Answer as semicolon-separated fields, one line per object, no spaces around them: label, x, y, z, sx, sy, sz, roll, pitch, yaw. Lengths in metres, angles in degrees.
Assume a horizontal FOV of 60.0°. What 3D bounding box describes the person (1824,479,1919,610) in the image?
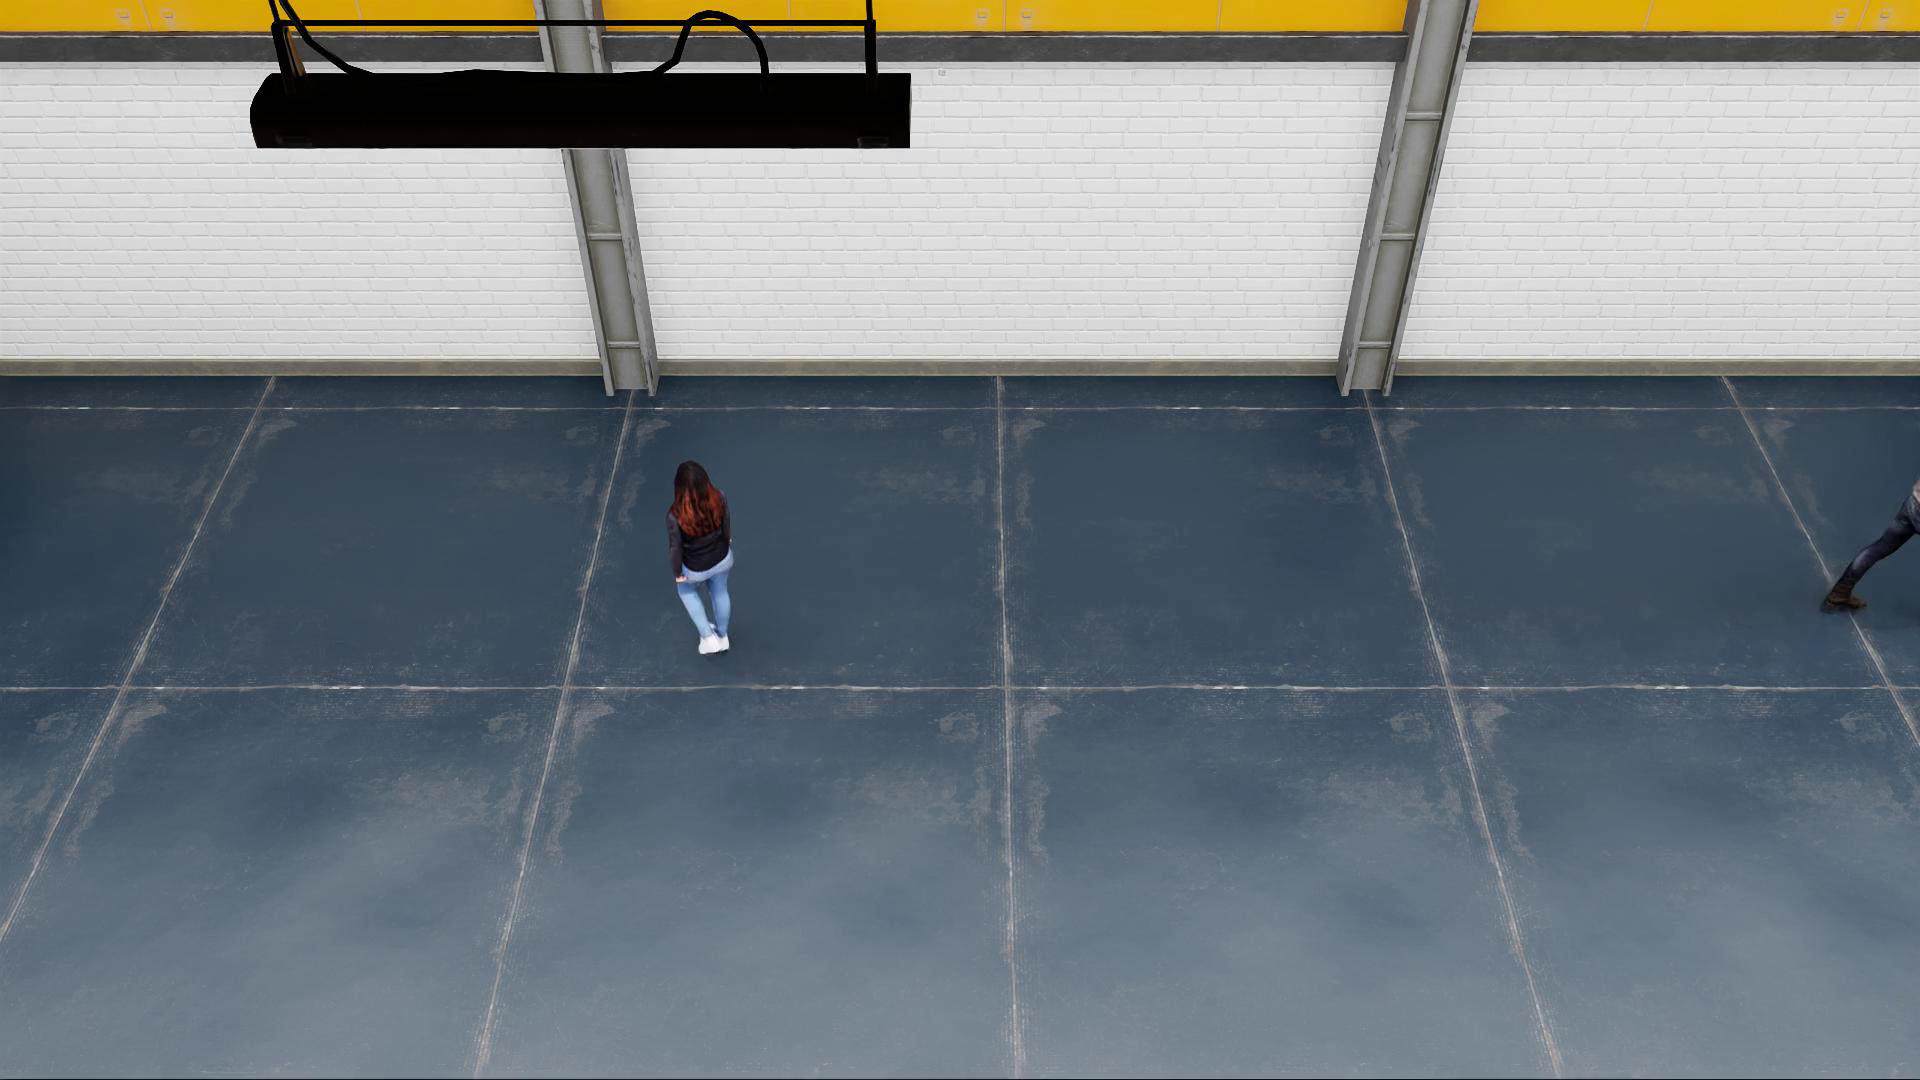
person;6.413;-0.162;11.159;1.202;1.858;0.739;-3;44;-3

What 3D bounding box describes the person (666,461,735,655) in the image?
person;-1.652;0.170;10.981;0.743;1.623;0.827;-24;48;-23
